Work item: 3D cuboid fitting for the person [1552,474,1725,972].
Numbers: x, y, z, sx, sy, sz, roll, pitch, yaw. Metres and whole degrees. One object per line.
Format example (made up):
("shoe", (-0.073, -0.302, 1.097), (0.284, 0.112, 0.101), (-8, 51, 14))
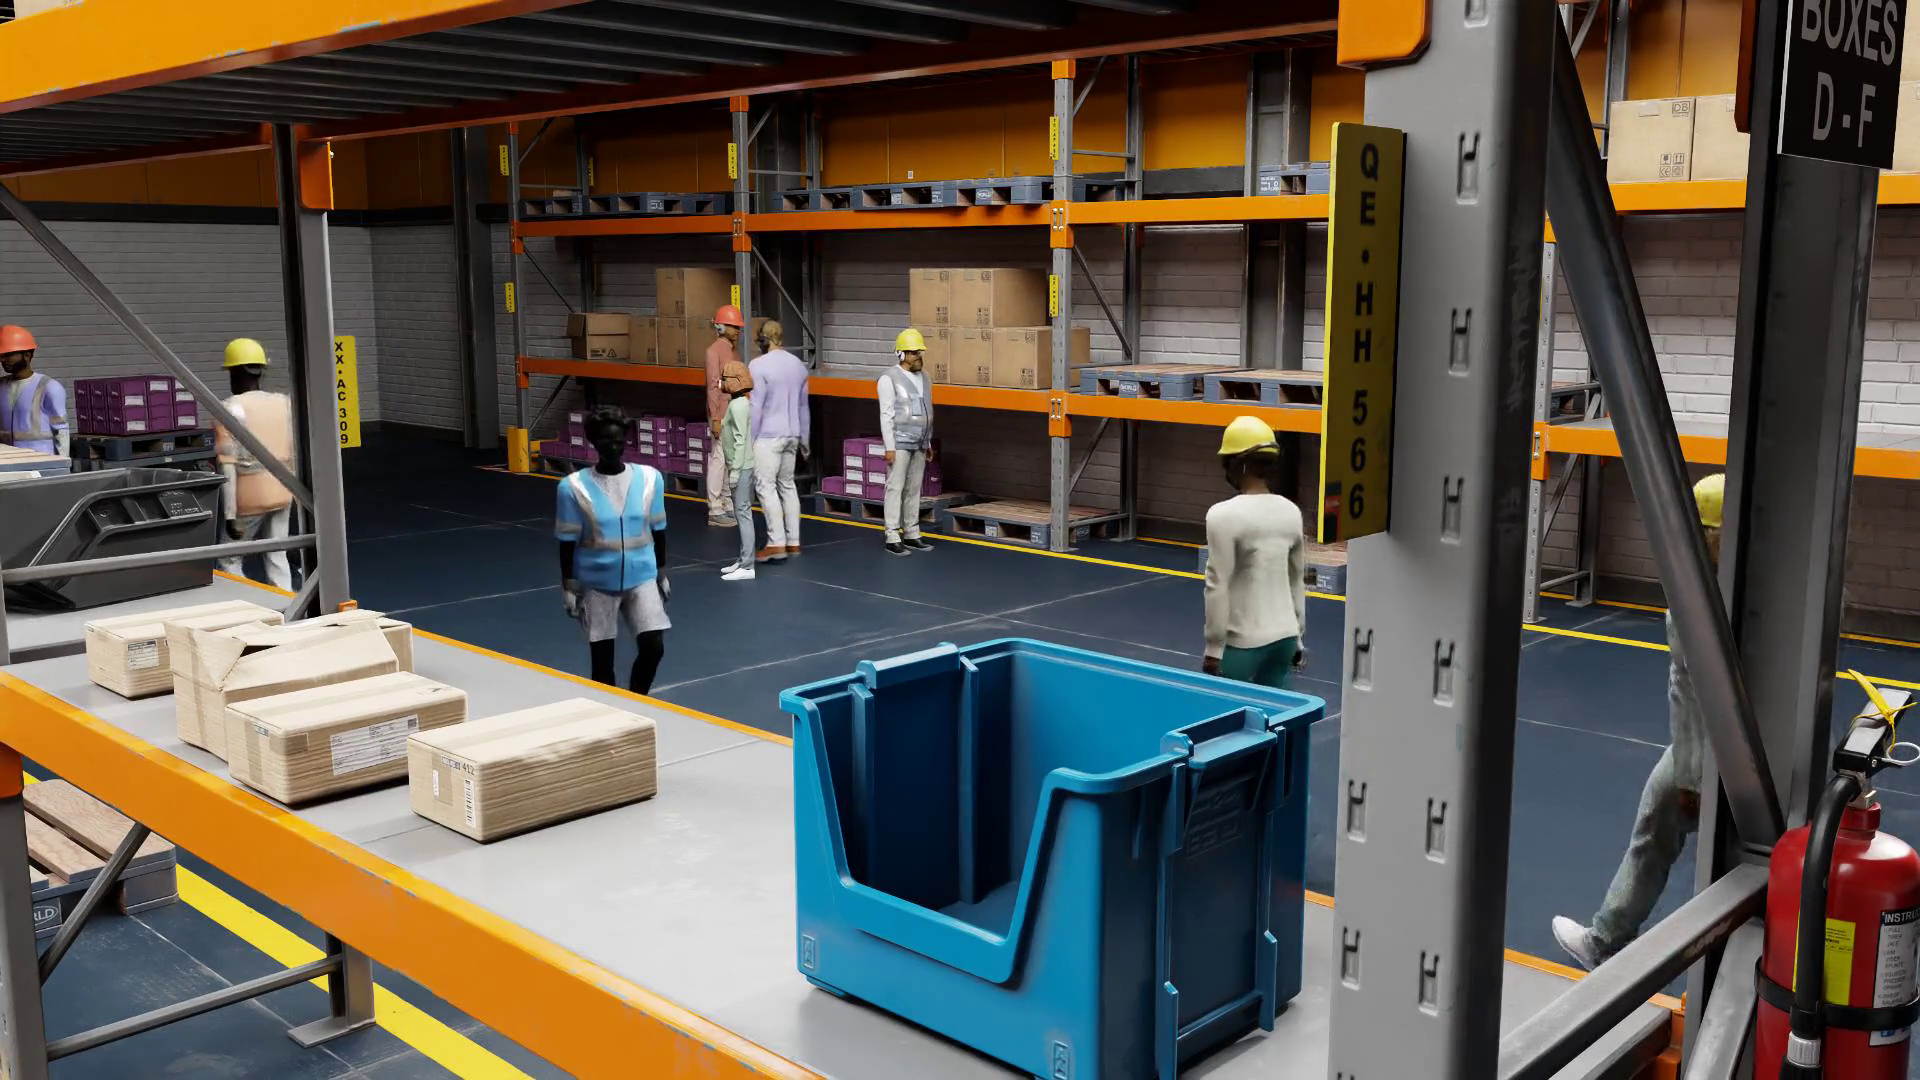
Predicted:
("person", (2.272, 0.645, 5.110), (0.493, 1.700, 0.893), (-3, 10, -18))

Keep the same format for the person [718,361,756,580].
("person", (-1.670, -0.522, 12.451), (0.280, 1.636, 0.500), (-1, 9, -7))

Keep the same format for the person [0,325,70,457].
("person", (-6.363, -0.494, 11.356), (0.550, 1.935, 0.375), (2, 9, 11))

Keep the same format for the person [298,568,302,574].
("person", (-4.902, -0.705, 12.711), (0.391, 1.920, 0.593), (-2, 10, -14))

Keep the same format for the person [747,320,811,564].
("person", (-1.428, -0.773, 13.159), (0.560, 1.913, 0.831), (6, 11, 32))

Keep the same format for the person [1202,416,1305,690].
("person", (1.169, 0.394, 6.495), (0.547, 1.738, 0.548), (-7, 12, -37))

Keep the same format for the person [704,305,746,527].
("person", (-2.101, -1.124, 15.050), (0.398, 1.989, 0.621), (2, 9, 12))

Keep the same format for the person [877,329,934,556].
("person", (-0.414, -0.797, 13.531), (0.404, 1.835, 0.588), (7, 12, 37))

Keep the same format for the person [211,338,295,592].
("person", (-4.181, -0.235, 9.861), (0.527, 1.906, 0.587), (6, 11, 34))

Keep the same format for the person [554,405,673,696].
("person", (-1.621, 0.206, 7.830), (0.557, 1.679, 0.377), (-4, 10, -25))
